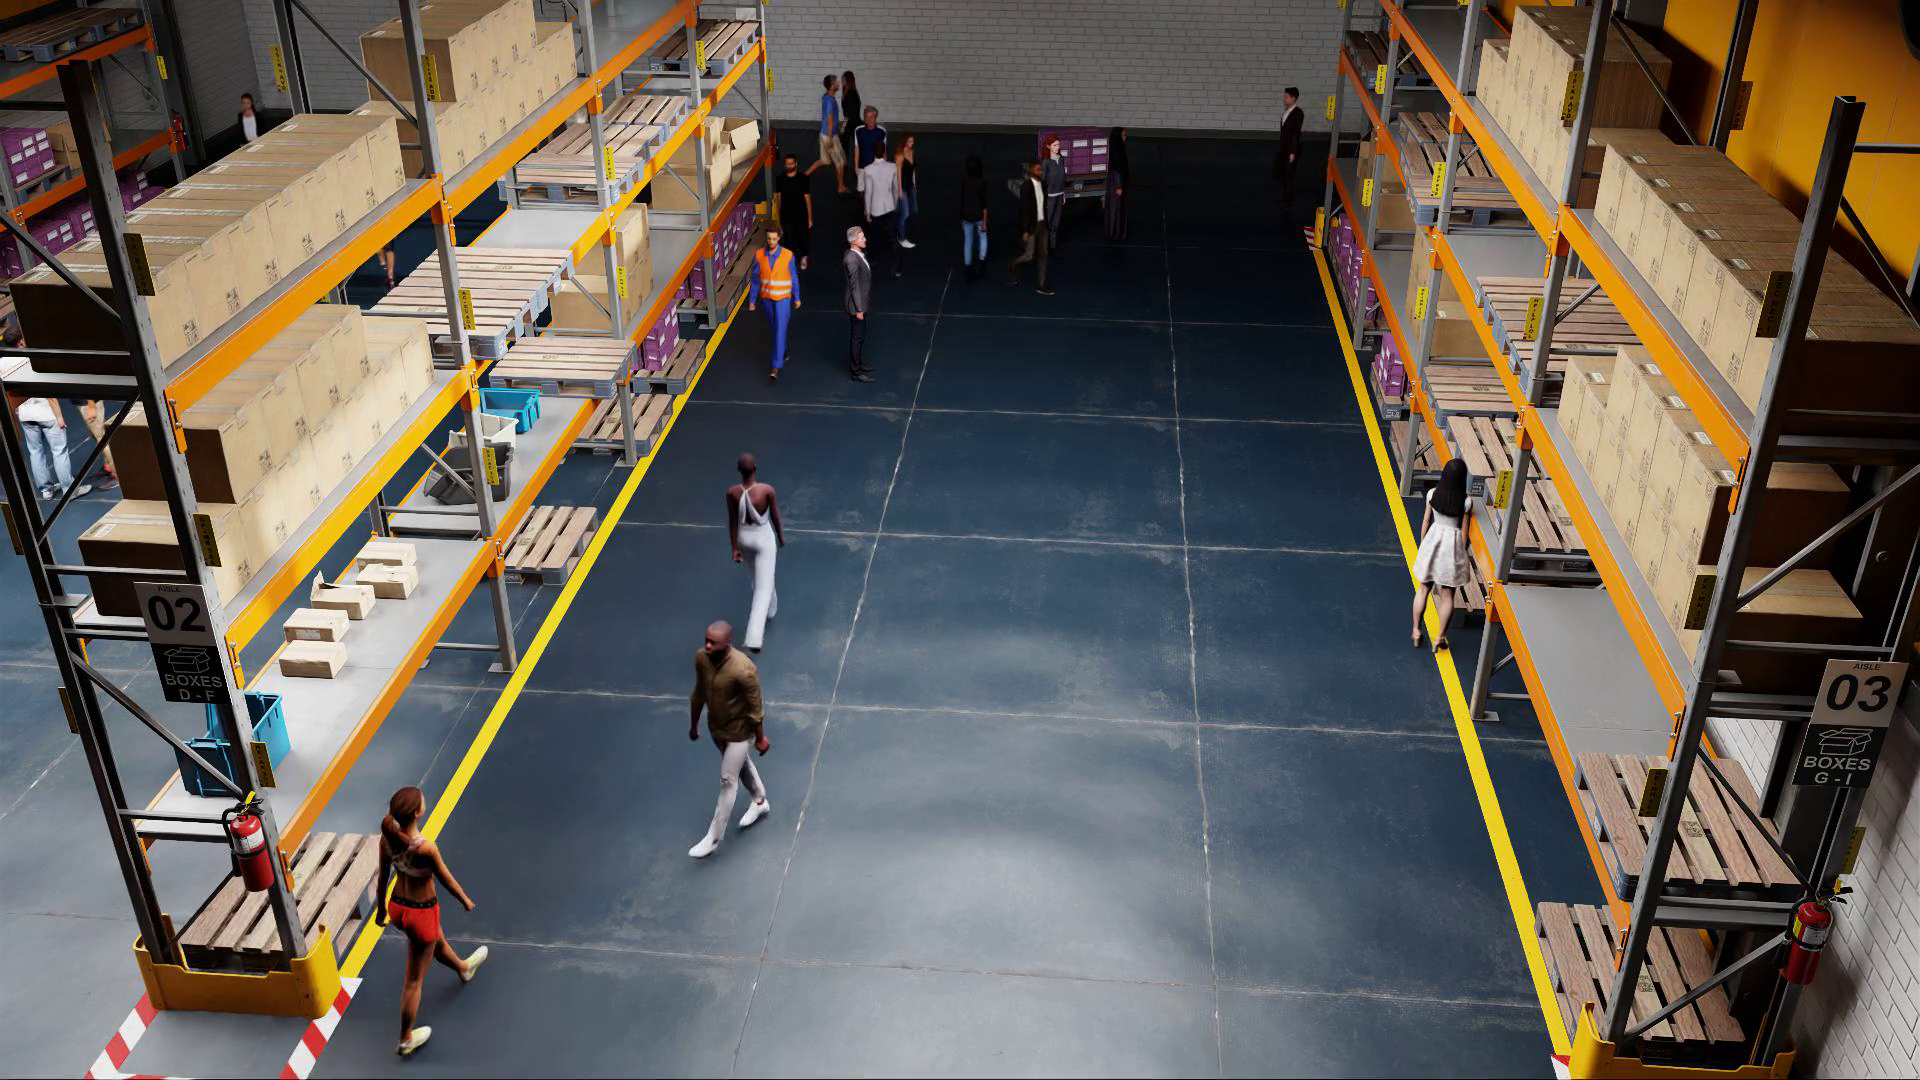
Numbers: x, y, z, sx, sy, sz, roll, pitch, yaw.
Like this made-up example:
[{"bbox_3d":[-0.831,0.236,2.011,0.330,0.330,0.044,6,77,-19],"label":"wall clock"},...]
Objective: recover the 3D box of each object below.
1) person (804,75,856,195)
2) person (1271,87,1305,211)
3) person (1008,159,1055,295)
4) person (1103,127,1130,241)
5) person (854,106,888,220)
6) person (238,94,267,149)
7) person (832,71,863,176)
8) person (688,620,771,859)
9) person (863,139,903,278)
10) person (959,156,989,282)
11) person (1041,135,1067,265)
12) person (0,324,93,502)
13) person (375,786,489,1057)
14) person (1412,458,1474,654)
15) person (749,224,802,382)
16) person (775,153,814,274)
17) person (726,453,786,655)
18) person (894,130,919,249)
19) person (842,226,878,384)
[{"bbox_3d":[-2.109,-6.251,25.772,0.952,1.835,1.137,-7,29,-13],"label":"person"},{"bbox_3d":[5.054,-5.907,25.124,0.880,1.852,0.796,-8,30,-14],"label":"person"},{"bbox_3d":[0.917,-4.122,21.923,1.081,1.783,1.029,25,37,38],"label":"person"},{"bbox_3d":[2.269,-5.153,23.990,0.651,1.615,0.507,2,29,4],"label":"person"},{"bbox_3d":[-1.300,-5.477,24.360,0.651,1.829,0.848,1,29,2],"label":"person"},{"bbox_3d":[-11.021,-6.204,26.022,0.636,1.513,1.083,-2,29,-3],"label":"person"},{"bbox_3d":[-1.621,-6.684,26.737,0.804,1.672,0.863,-4,29,-7],"label":"person"},{"bbox_3d":[-1.577,1.330,11.919,1.130,1.791,1.245,23,36,35],"label":"person"},{"bbox_3d":[-1.024,-4.423,22.460,1.057,1.798,1.317,-10,30,-18],"label":"person"},{"bbox_3d":[0.148,-4.273,22.311,0.605,1.677,0.654,9,30,15],"label":"person"},{"bbox_3d":[1.278,-4.733,23.048,0.643,1.779,0.707,-23,36,-35],"label":"person"},{"bbox_3d":[-9.201,-1.266,16.602,0.674,1.865,0.557,4,29,7],"label":"person"},{"bbox_3d":[-3.359,2.349,10.104,0.913,1.741,1.214,14,31,24],"label":"person"},{"bbox_3d":[4.109,0.127,14.148,0.773,1.769,0.793,18,33,29],"label":"person"},{"bbox_3d":[-2.140,-2.833,19.536,0.783,1.805,1.209,5,29,9],"label":"person"},{"bbox_3d":[-2.206,-4.353,22.391,0.664,1.740,1.040,1,29,3],"label":"person"},{"bbox_3d":[-1.746,0.142,14.154,0.625,1.737,1.164,5,29,9],"label":"person"},{"bbox_3d":[-0.849,-5.005,23.630,0.804,1.699,0.791,12,31,21],"label":"person"},{"bbox_3d":[-1.190,-2.777,19.396,0.802,1.842,0.592,-2,29,-3],"label":"person"}]
